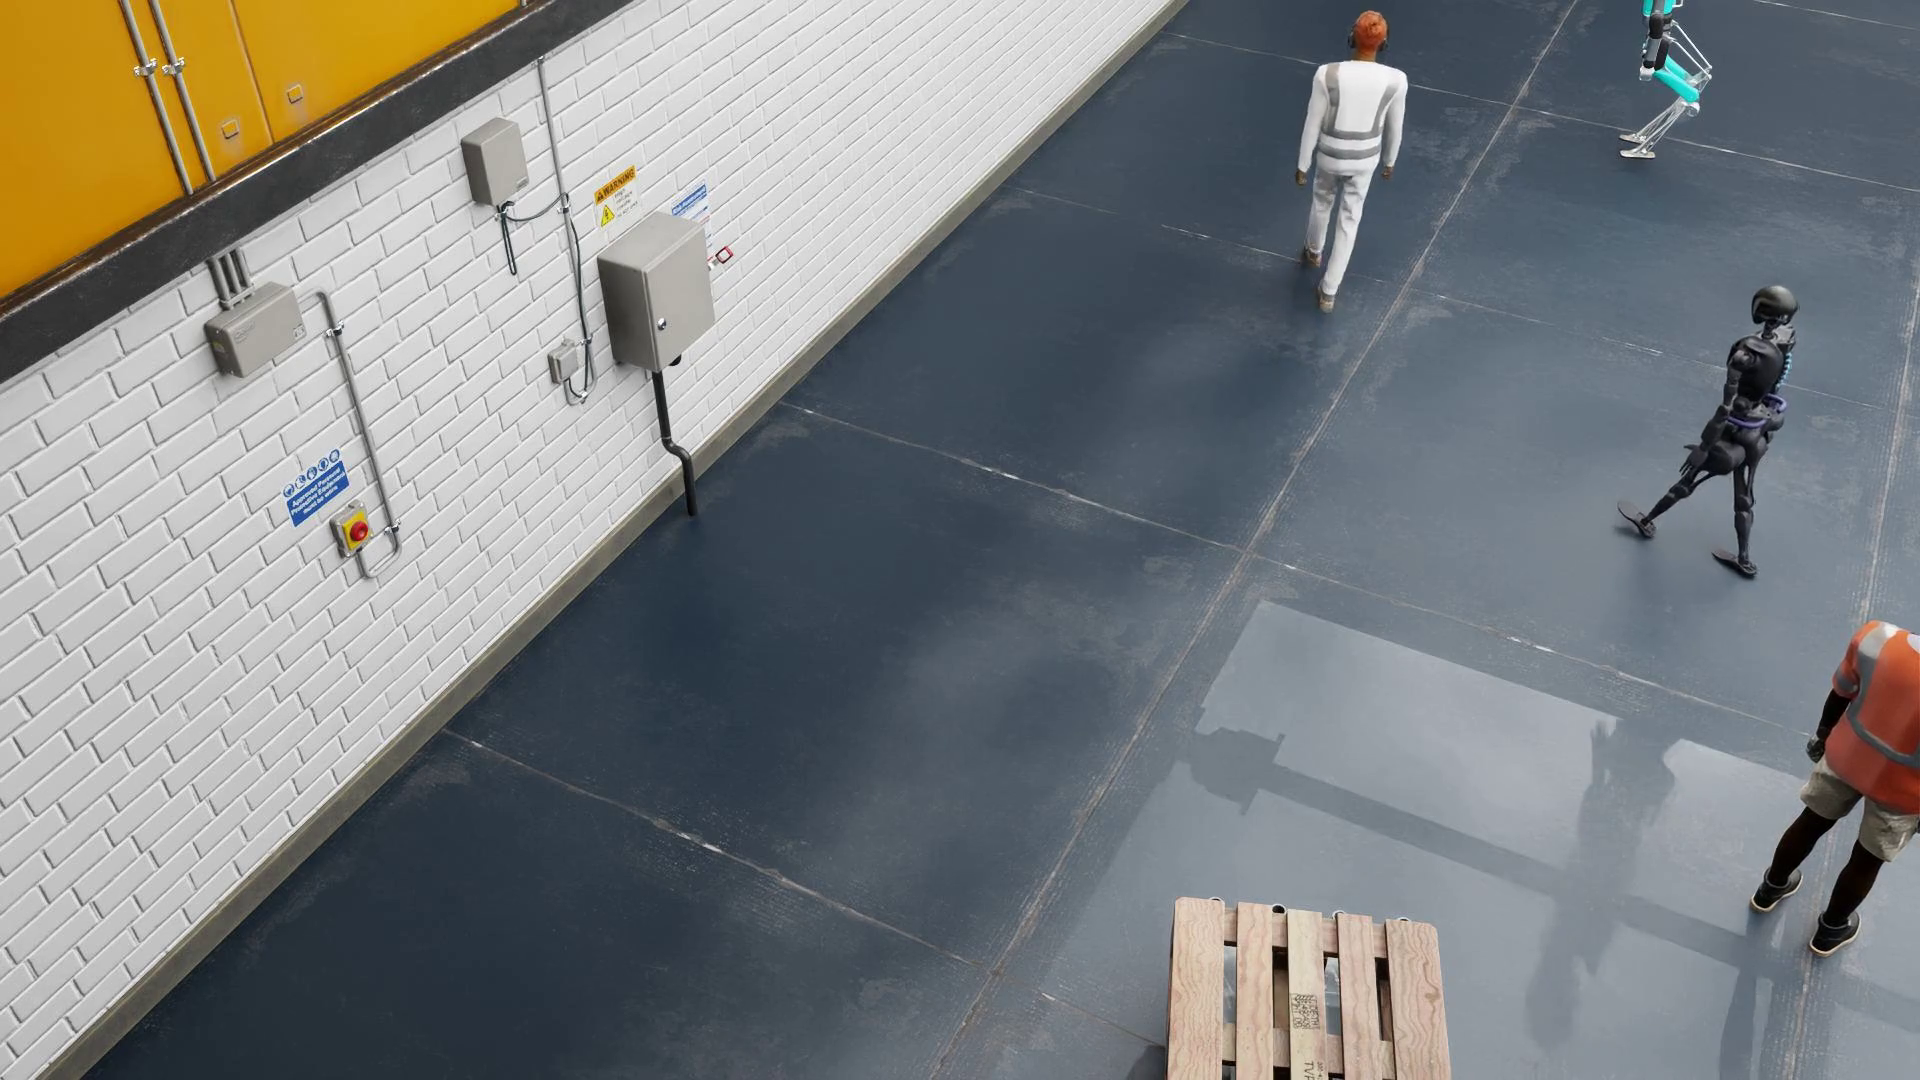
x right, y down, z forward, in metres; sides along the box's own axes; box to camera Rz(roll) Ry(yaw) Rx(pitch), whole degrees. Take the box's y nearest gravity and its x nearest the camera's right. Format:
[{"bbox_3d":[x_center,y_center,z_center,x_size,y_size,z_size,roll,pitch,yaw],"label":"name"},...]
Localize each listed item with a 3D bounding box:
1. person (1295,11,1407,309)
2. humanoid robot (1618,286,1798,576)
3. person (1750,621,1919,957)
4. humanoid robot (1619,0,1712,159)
[{"bbox_3d":[2.440,-2.445,10.461,0.605,1.845,0.909,7,41,8],"label":"person"},{"bbox_3d":[3.927,-0.586,8.465,0.613,1.623,0.759,-27,48,-28],"label":"humanoid robot"},{"bbox_3d":[3.616,0.886,6.524,0.369,1.958,0.596,-22,45,-23],"label":"person"},{"bbox_3d":[5.037,-3.462,11.625,0.735,1.677,0.533,13,43,15],"label":"humanoid robot"}]
